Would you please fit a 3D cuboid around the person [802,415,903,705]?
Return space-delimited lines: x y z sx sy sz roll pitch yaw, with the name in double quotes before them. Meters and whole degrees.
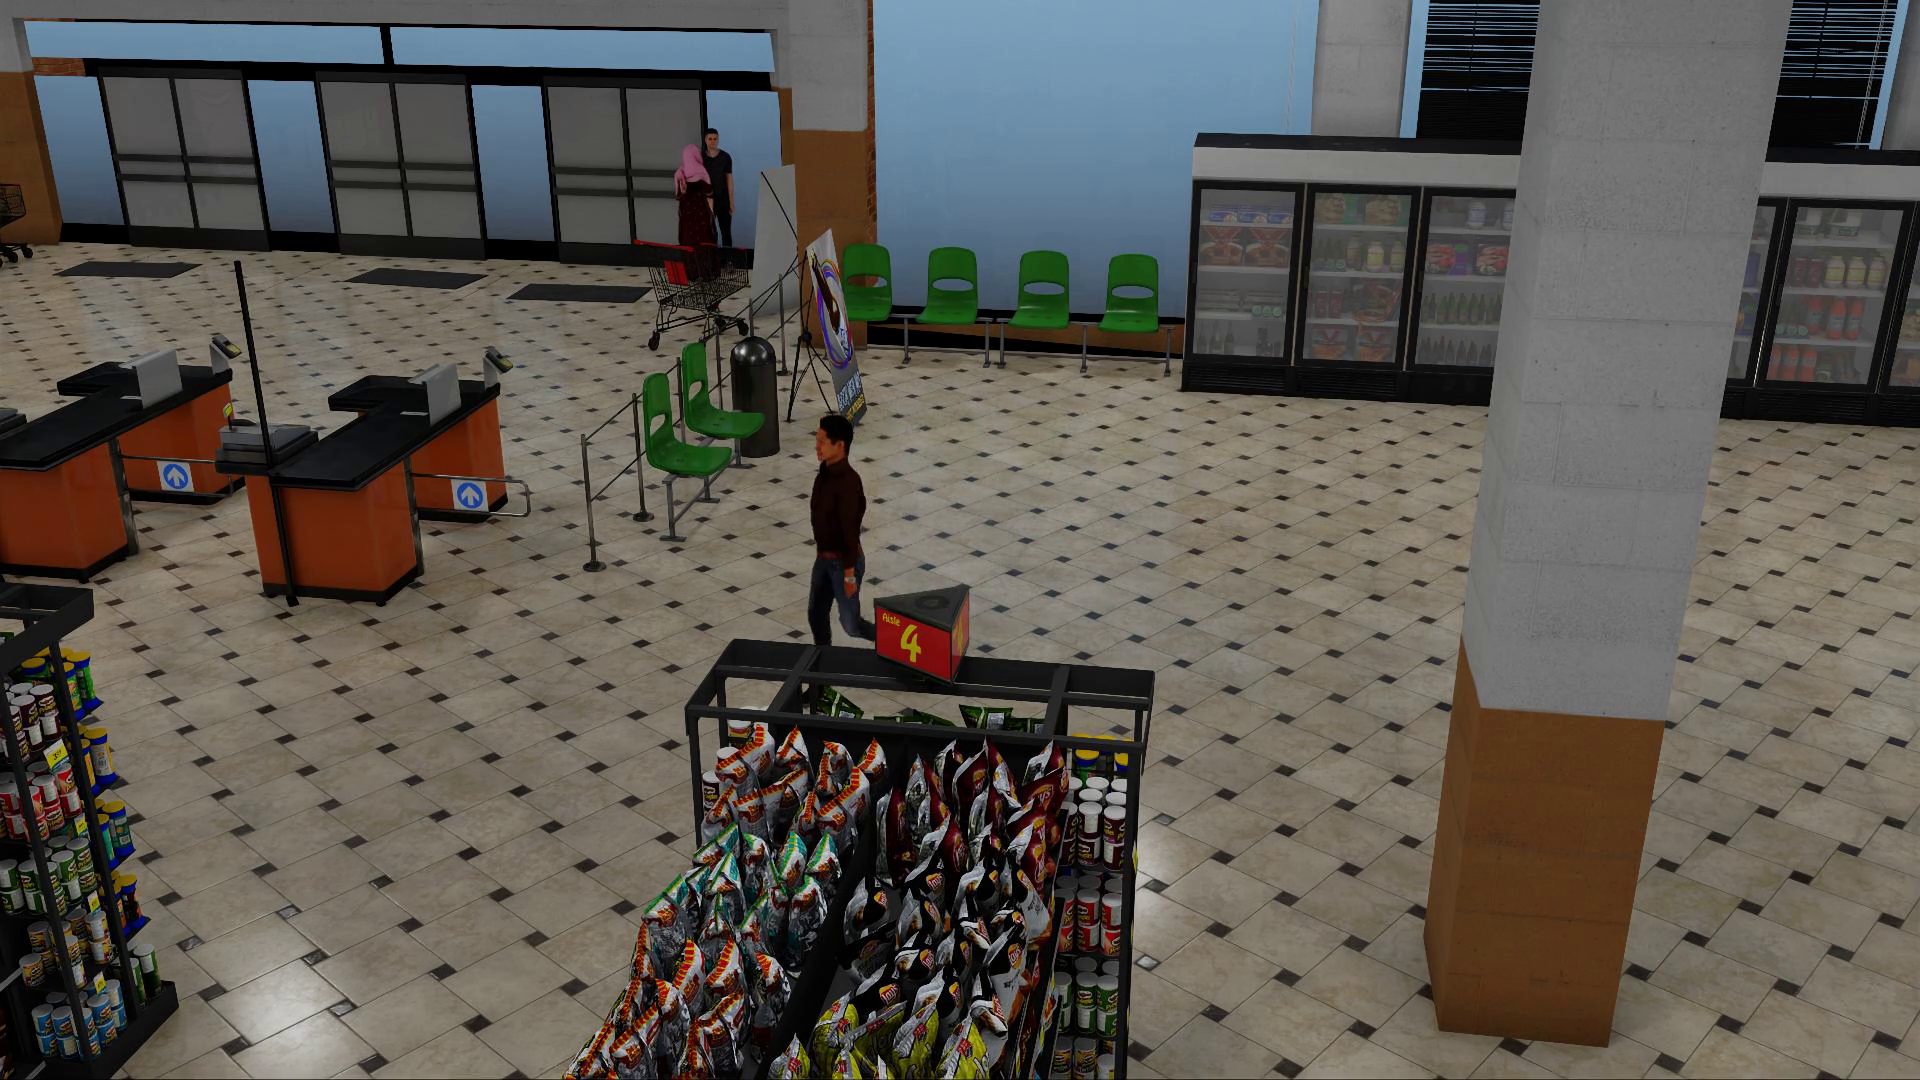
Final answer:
"person" -0.616 0.135 9.651 1.104 1.755 1.095 -11 25 -26

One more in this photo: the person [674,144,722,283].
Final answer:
"person" -3.156 -3.905 19.863 0.687 1.639 0.626 7 23 16

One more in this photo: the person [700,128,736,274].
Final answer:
"person" -2.963 -4.111 20.206 0.702 1.763 0.697 -6 23 -16
